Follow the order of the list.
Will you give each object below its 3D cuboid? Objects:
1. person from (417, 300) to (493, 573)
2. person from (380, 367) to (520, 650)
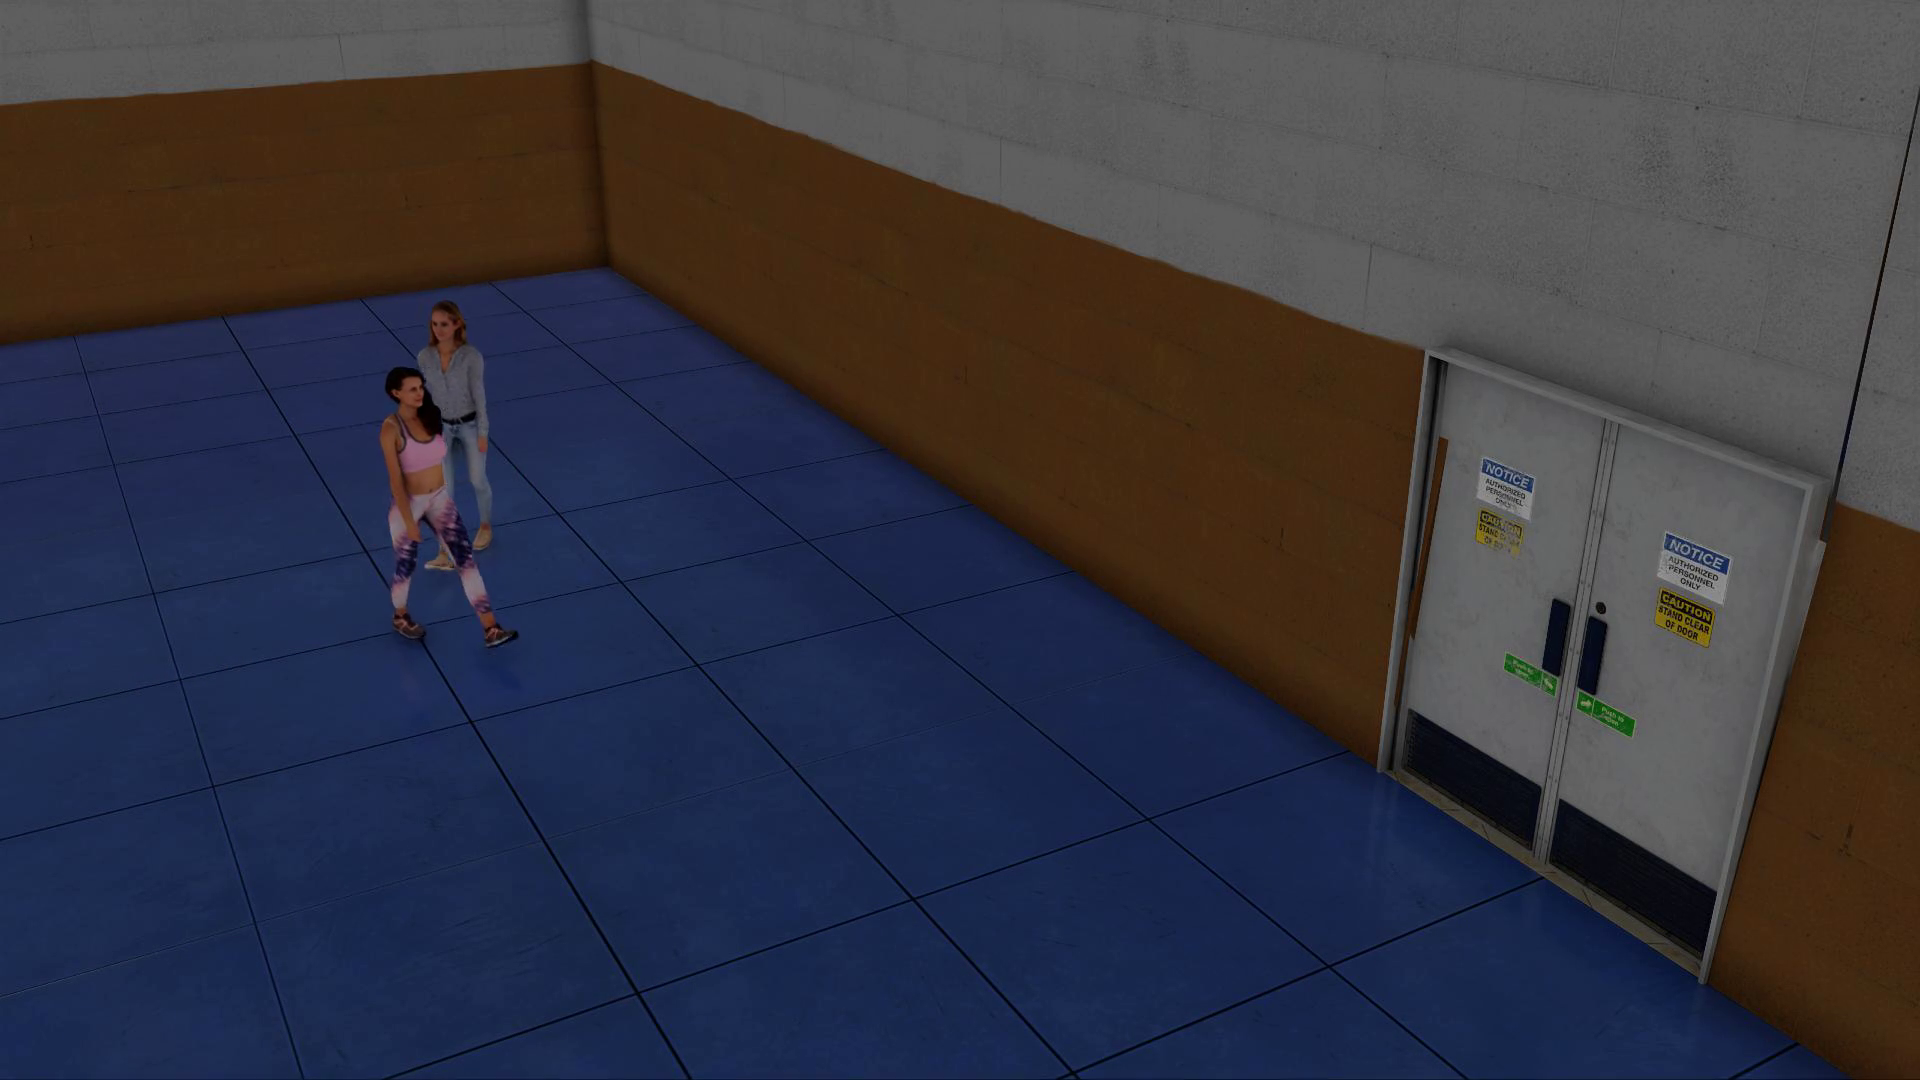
[{"bbox_3d":[-3.241,-0.714,10.921,1.117,1.755,1.109,3,24,8],"label":"person"},{"bbox_3d":[-3.207,-0.156,9.697,1.009,1.716,1.183,15,28,30],"label":"person"}]
